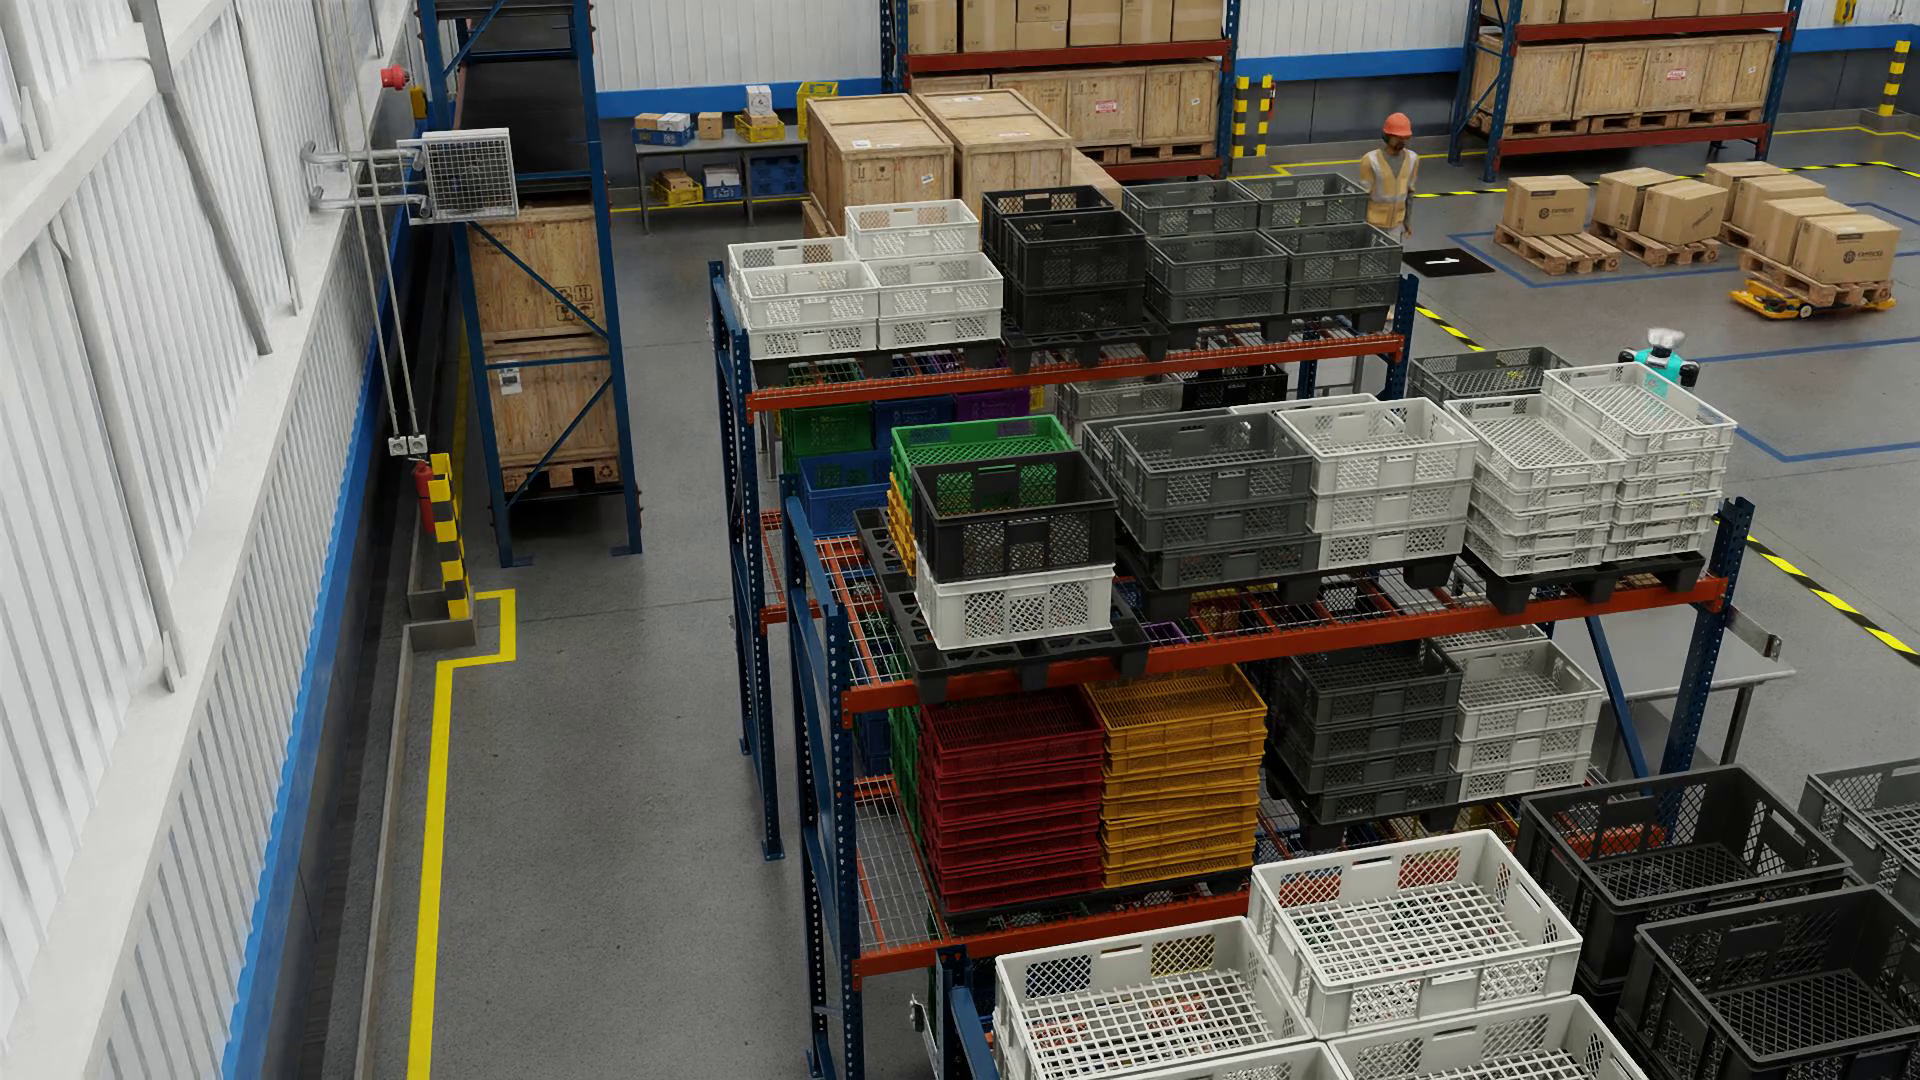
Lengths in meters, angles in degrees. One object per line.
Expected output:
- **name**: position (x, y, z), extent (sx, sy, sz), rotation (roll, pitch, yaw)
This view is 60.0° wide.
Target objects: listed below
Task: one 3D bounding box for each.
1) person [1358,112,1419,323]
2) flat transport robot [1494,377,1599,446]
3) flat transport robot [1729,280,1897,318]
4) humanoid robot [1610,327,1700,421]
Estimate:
- **person**: position (4.084, -3.076, 15.978), extent (0.607, 2.048, 0.365), rotation (-8, 29, -14)
- **flat transport robot**: position (4.780, -1.036, 14.013), extent (0.659, 0.231, 1.431), rotation (-6, 28, -12)
- **flat transport robot**: position (8.580, -2.477, 16.716), extent (1.431, 0.197, 0.652), rotation (-6, 28, -12)
- **humanoid robot**: position (4.888, -0.777, 11.801), extent (0.533, 1.677, 0.735), rotation (16, 32, 28)
